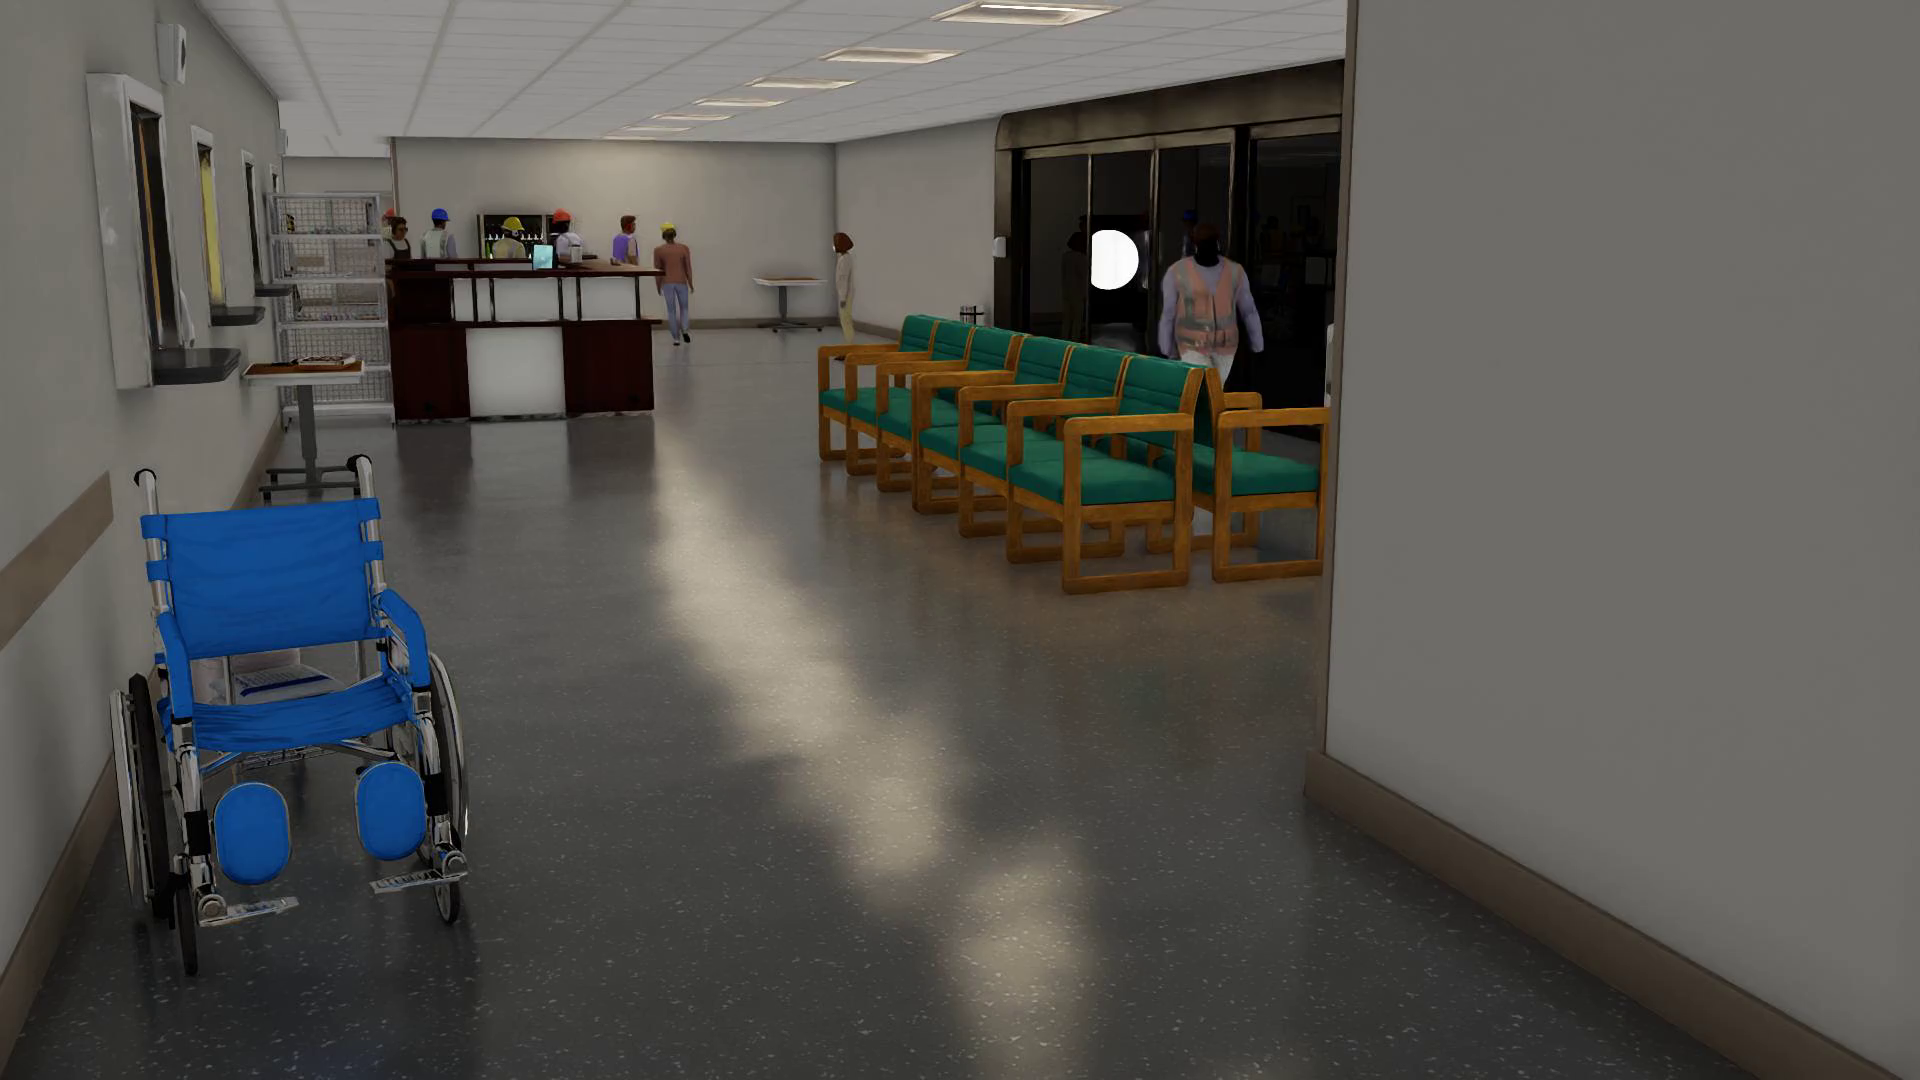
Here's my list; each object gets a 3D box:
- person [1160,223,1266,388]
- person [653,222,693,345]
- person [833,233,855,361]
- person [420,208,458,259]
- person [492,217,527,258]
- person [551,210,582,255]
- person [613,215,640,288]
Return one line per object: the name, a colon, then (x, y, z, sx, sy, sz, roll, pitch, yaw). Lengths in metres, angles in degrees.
person: (1.836, -1.394, 12.093, 0.729, 1.782, 0.982, -2, 11, -10)
person: (-4.090, -3.654, 23.740, 0.544, 1.740, 0.395, -3, 11, -14)
person: (-1.474, -3.090, 21.185, 0.284, 1.628, 0.504, 0, 11, -1)
person: (-7.728, -3.957, 24.792, 0.615, 1.942, 0.408, 4, 12, 19)
person: (-5.949, -3.375, 22.140, 0.598, 1.826, 0.404, 8, 13, 34)
person: (-5.571, -3.729, 23.685, 0.522, 1.914, 0.556, 2, 11, 10)
person: (-4.942, -3.872, 24.621, 0.373, 1.843, 0.571, -9, 14, -39)
